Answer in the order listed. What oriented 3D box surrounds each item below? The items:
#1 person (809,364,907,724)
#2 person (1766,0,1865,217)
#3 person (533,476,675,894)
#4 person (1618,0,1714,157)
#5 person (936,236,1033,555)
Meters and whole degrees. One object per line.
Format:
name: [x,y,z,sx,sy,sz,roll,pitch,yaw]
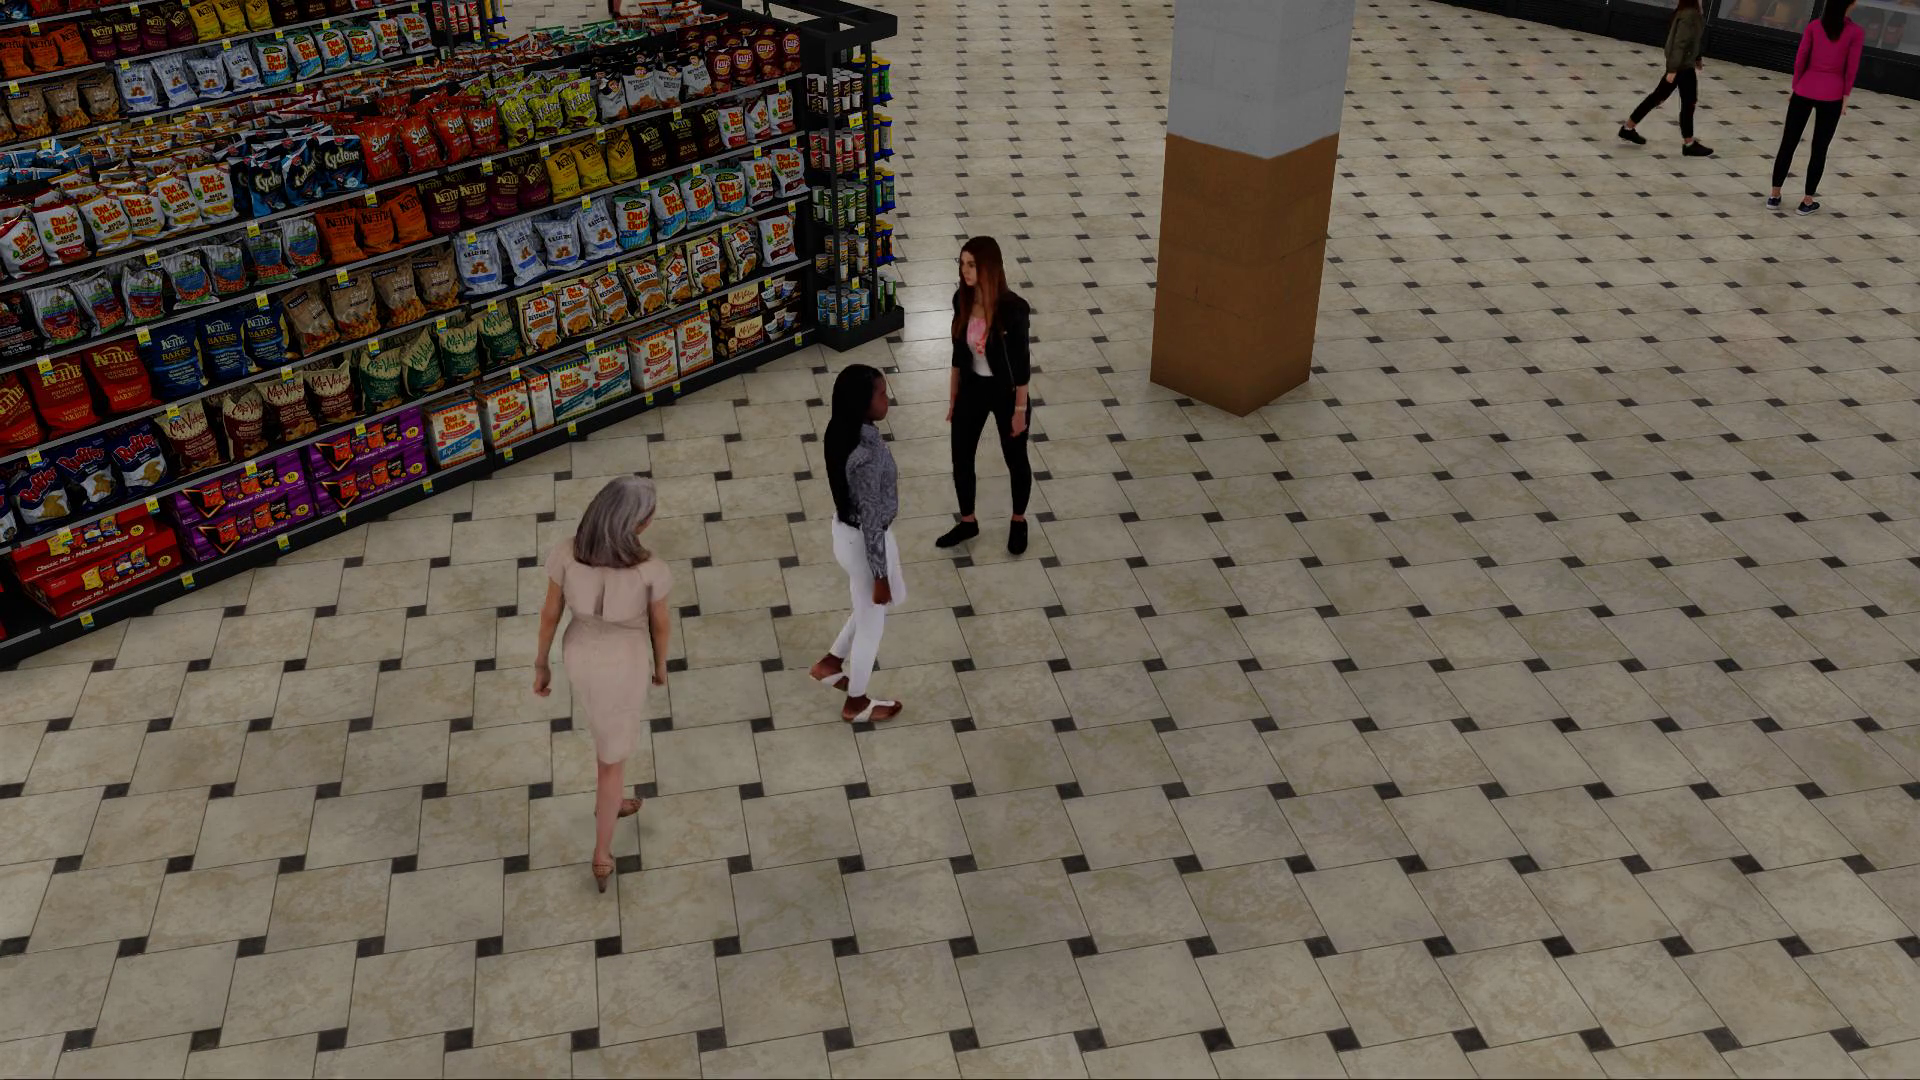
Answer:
person: [-0.483,0.054,6.912,0.824,1.713,0.767,-6,32,-10]
person: [6.311,-3.256,12.246,0.595,1.699,0.581,23,39,33]
person: [-1.311,0.566,6.109,0.857,1.691,0.913,0,32,-1]
person: [5.739,-3.842,13.428,0.876,1.445,1.001,14,35,21]
person: [0.199,-0.712,8.157,0.664,1.698,0.740,15,35,23]
